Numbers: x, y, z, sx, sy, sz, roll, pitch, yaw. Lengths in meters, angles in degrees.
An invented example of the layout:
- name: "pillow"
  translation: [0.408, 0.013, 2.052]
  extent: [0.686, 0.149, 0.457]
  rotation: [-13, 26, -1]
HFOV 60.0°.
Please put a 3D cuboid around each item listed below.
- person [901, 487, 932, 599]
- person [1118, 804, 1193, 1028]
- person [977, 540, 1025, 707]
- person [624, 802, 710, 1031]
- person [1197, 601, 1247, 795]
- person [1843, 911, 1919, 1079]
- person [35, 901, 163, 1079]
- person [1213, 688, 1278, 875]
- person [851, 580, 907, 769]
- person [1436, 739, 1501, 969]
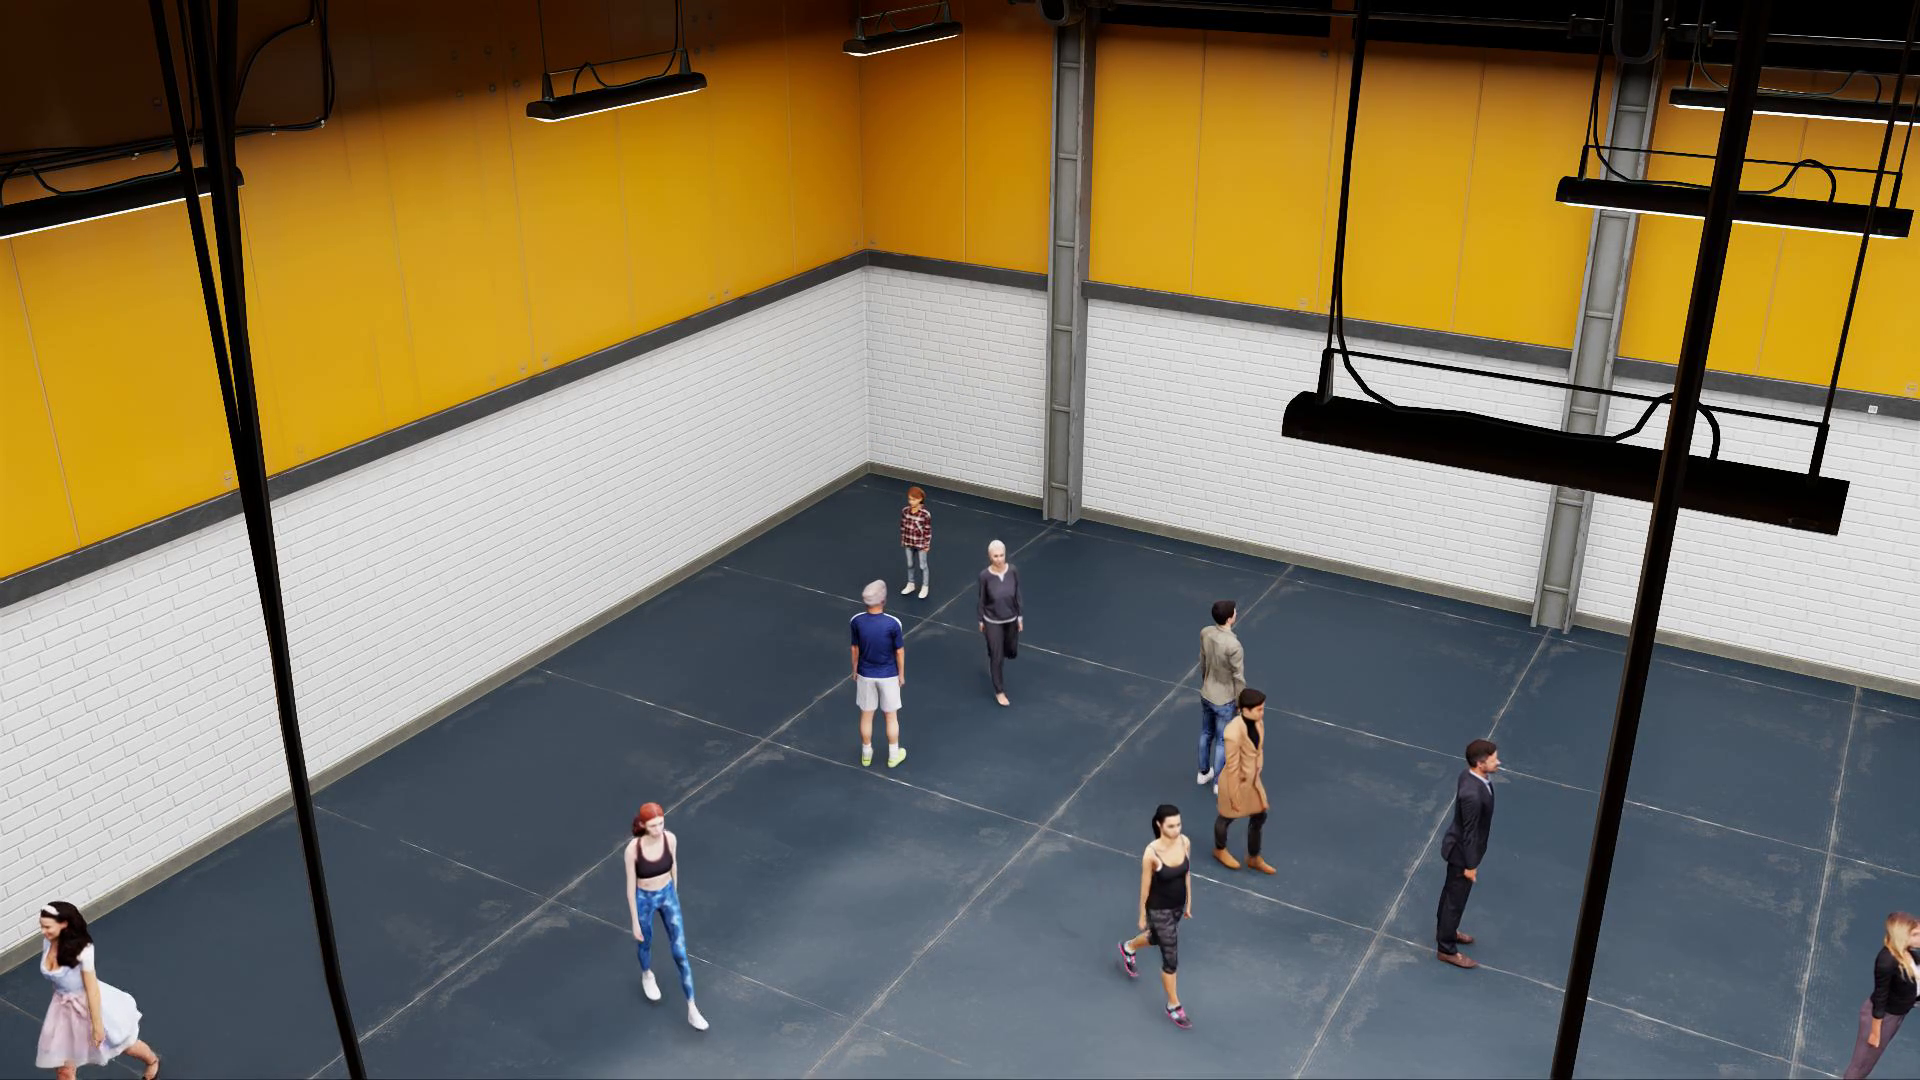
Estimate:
- name: "person"
  translation: [-0.488, 0.005, 18.680]
  extent: [0.452, 1.305, 0.597]
  rotation: [11, 26, 23]
- name: "person"
  translation: [1.438, 2.652, 12.137]
  extent: [0.916, 1.694, 1.174]
  rotation: [-14, 27, -30]
- name: "person"
  translation: [0.370, 0.753, 16.469]
  extent: [0.928, 1.704, 1.027]
  rotation: [-9, 25, -20]
- name: "person"
  translation: [-2.261, 2.648, 12.085]
  extent: [0.953, 1.745, 1.183]
  rotation: [-13, 27, -27]
- name: "person"
  translation: [2.308, 1.387, 14.820]
  extent: [0.849, 1.865, 0.709]
  rotation: [-14, 27, -30]
- name: "person"
  translation: [6.075, 3.165, 10.994]
  extent: [0.599, 1.671, 0.641]
  rotation: [21, 31, 39]
- name: "person"
  translation: [-5.688, 3.117, 10.977]
  extent: [1.131, 1.773, 0.828]
  rotation: [8, 25, 18]
- name: "person"
  translation: [2.247, 1.948, 13.729]
  extent: [0.787, 1.711, 0.895]
  rotation: [-21, 31, -39]
- name: "person"
  translation: [-0.754, 1.225, 15.228]
  extent: [0.603, 1.834, 0.761]
  rotation: [3, 24, 8]
- name: "person"
  translation: [3.845, 2.344, 12.627]
  extent: [0.687, 1.868, 0.703]
  rotation: [5, 24, 12]
